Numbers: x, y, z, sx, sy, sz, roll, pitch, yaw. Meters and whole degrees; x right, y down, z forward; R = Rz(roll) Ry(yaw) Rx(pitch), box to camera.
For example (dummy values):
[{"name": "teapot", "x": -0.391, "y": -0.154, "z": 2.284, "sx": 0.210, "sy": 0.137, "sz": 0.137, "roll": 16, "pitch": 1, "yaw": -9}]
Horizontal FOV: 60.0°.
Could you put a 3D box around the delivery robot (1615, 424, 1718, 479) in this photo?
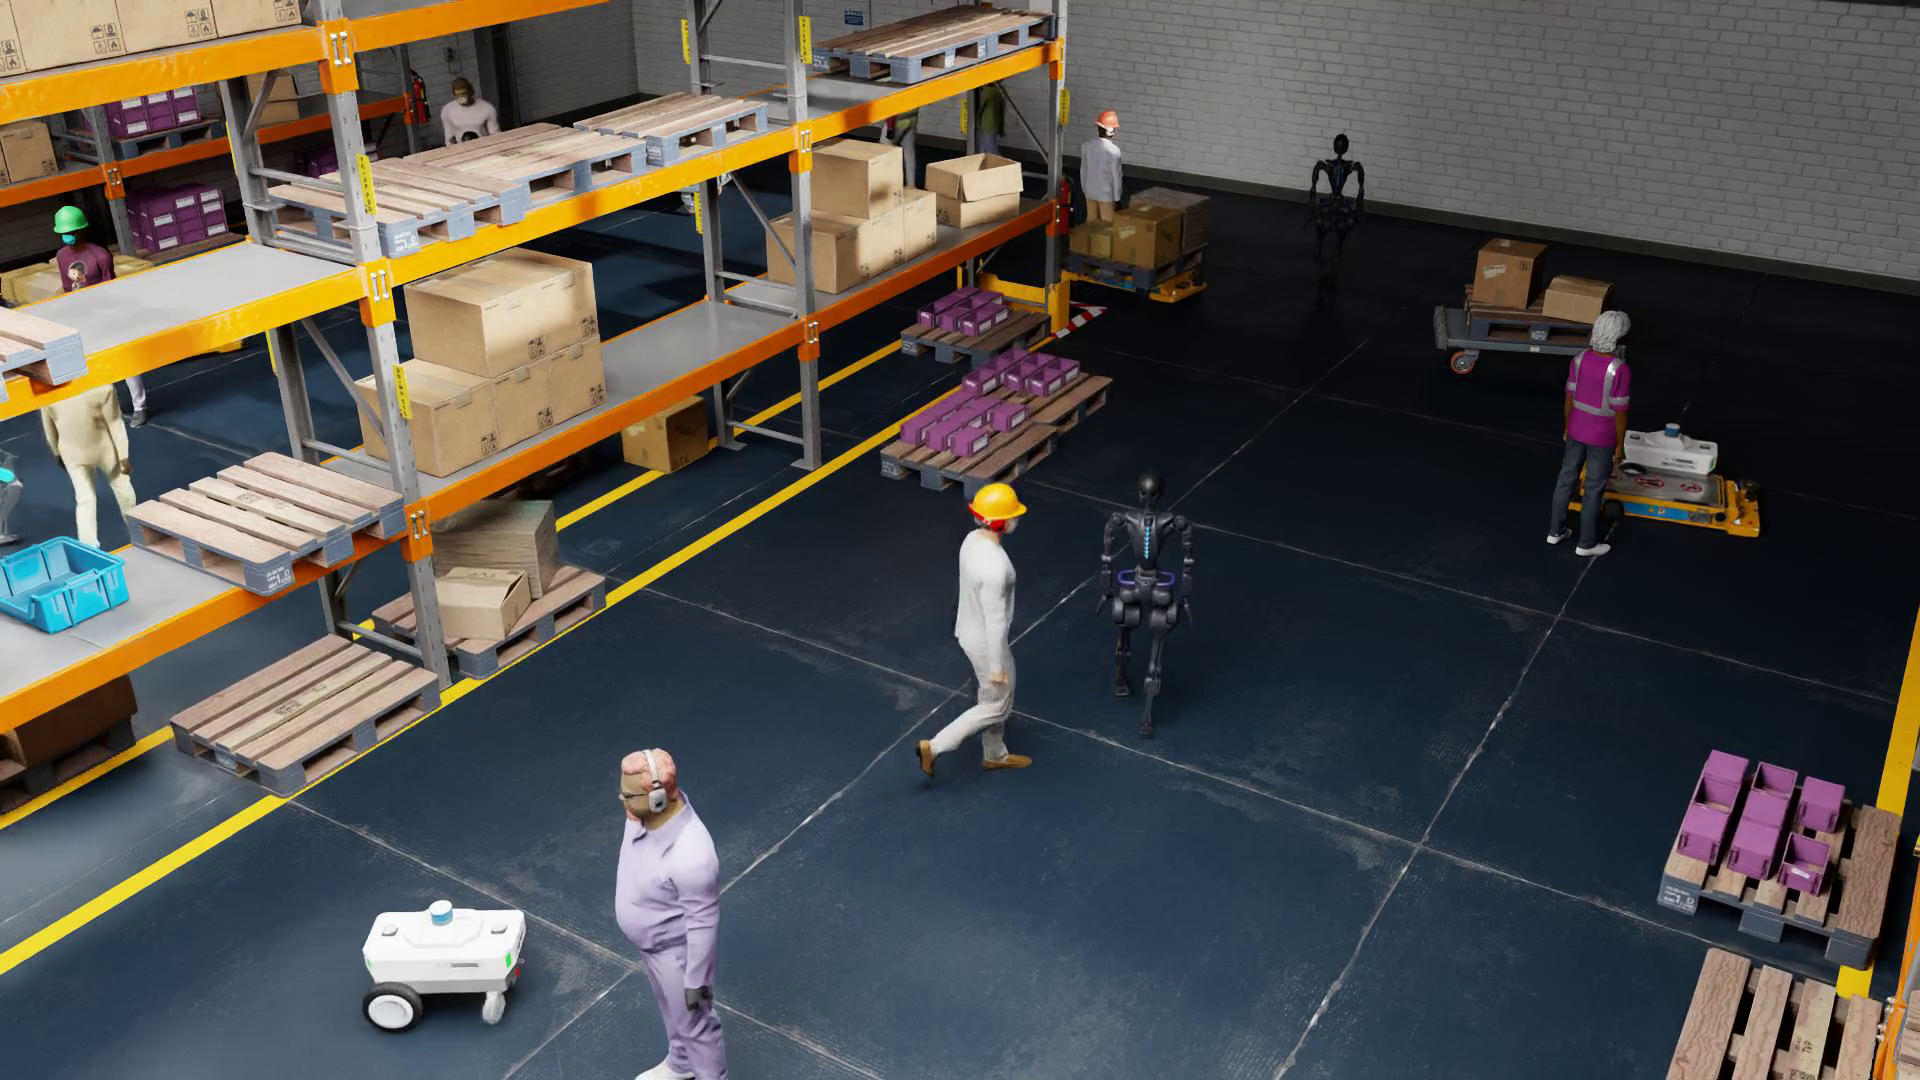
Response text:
[{"name": "delivery robot", "x": 5.538, "y": -0.626, "z": 13.131, "sx": 0.779, "sy": 0.608, "sz": 0.509, "roll": 11, "pitch": 29, "yaw": 20}]

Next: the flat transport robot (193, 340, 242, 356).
[{"name": "flat transport robot", "x": -7.677, "y": -1.837, "z": 15.818, "sx": 1.431, "sy": 0.231, "sz": 0.659, "roll": -19, "pitch": 33, "yaw": -33}]

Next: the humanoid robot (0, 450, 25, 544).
[{"name": "humanoid robot", "x": -7.148, "y": -0.686, "z": 12.036, "sx": 0.766, "sy": 1.871, "sz": 0.543, "roll": -15, "pitch": 31, "yaw": -27}]

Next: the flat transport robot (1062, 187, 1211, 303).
[{"name": "flat transport robot", "x": 1.856, "y": -2.823, "z": 17.760, "sx": 1.431, "sy": 0.231, "sz": 0.659, "roll": 20, "pitch": 33, "yaw": 34}]

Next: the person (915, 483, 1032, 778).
[{"name": "person", "x": 0.075, "y": 0.554, "z": 9.328, "sx": 0.667, "sy": 1.879, "sz": 0.579, "roll": -7, "pitch": 28, "yaw": -13}]

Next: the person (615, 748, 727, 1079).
[{"name": "person", "x": -1.238, "y": 1.700, "z": 7.041, "sx": 0.406, "sy": 1.905, "sz": 0.650, "roll": -15, "pitch": 30, "yaw": -26}]

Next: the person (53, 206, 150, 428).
[{"name": "person", "x": -7.290, "y": -1.883, "z": 14.068, "sx": 0.487, "sy": 1.942, "sz": 0.436, "roll": 3, "pitch": 27, "yaw": 6}]

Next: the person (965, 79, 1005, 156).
[{"name": "person", "x": 0.323, "y": -5.158, "z": 20.900, "sx": 0.829, "sy": 1.584, "sz": 0.497, "roll": 13, "pitch": 30, "yaw": 25}]

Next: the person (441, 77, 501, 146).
[{"name": "person", "x": -5.543, "y": -4.383, "z": 19.058, "sx": 0.658, "sy": 1.885, "sz": 0.984, "roll": -7, "pitch": 28, "yaw": -13}]

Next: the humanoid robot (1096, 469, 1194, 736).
[{"name": "humanoid robot", "x": 1.119, "y": 0.325, "z": 10.027, "sx": 0.591, "sy": 1.629, "sz": 0.720, "roll": 4, "pitch": 27, "yaw": 7}]

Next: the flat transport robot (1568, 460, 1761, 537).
[{"name": "flat transport robot", "x": 5.405, "y": -0.341, "z": 12.869, "sx": 1.431, "sy": 0.231, "sz": 0.659, "roll": 10, "pitch": 29, "yaw": 19}]

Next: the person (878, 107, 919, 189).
[{"name": "person", "x": -0.774, "y": -5.199, "z": 20.730, "sx": 0.558, "sy": 1.824, "sz": 0.644, "roll": 22, "pitch": 34, "yaw": 36}]

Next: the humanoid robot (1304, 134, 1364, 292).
[{"name": "humanoid robot", "x": 3.908, "y": -3.388, "z": 17.312, "sx": 0.611, "sy": 1.641, "sz": 0.399, "roll": 4, "pitch": 27, "yaw": 8}]

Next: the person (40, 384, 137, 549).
[{"name": "person", "x": -6.232, "y": -0.654, "z": 11.907, "sx": 0.569, "sy": 1.698, "sz": 0.904, "roll": -5, "pitch": 27, "yaw": -9}]

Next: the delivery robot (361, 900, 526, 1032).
[{"name": "delivery robot", "x": -2.481, "y": 2.003, "z": 7.957, "sx": 0.785, "sy": 0.613, "sz": 0.507, "roll": -1, "pitch": 27, "yaw": -2}]

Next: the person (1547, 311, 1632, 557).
[{"name": "person", "x": 4.562, "y": -0.766, "z": 11.964, "sx": 0.339, "sy": 1.847, "sz": 0.508, "roll": -18, "pitch": 32, "yaw": -31}]

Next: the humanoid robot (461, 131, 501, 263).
[{"name": "humanoid robot", "x": -5.048, "y": -3.451, "z": 17.447, "sx": 0.584, "sy": 1.646, "sz": 0.371, "roll": 4, "pitch": 27, "yaw": 8}]

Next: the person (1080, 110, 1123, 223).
[{"name": "person", "x": 1.549, "y": -3.748, "z": 17.945, "sx": 0.343, "sy": 1.746, "sz": 0.572, "roll": -21, "pitch": 34, "yaw": -36}]
